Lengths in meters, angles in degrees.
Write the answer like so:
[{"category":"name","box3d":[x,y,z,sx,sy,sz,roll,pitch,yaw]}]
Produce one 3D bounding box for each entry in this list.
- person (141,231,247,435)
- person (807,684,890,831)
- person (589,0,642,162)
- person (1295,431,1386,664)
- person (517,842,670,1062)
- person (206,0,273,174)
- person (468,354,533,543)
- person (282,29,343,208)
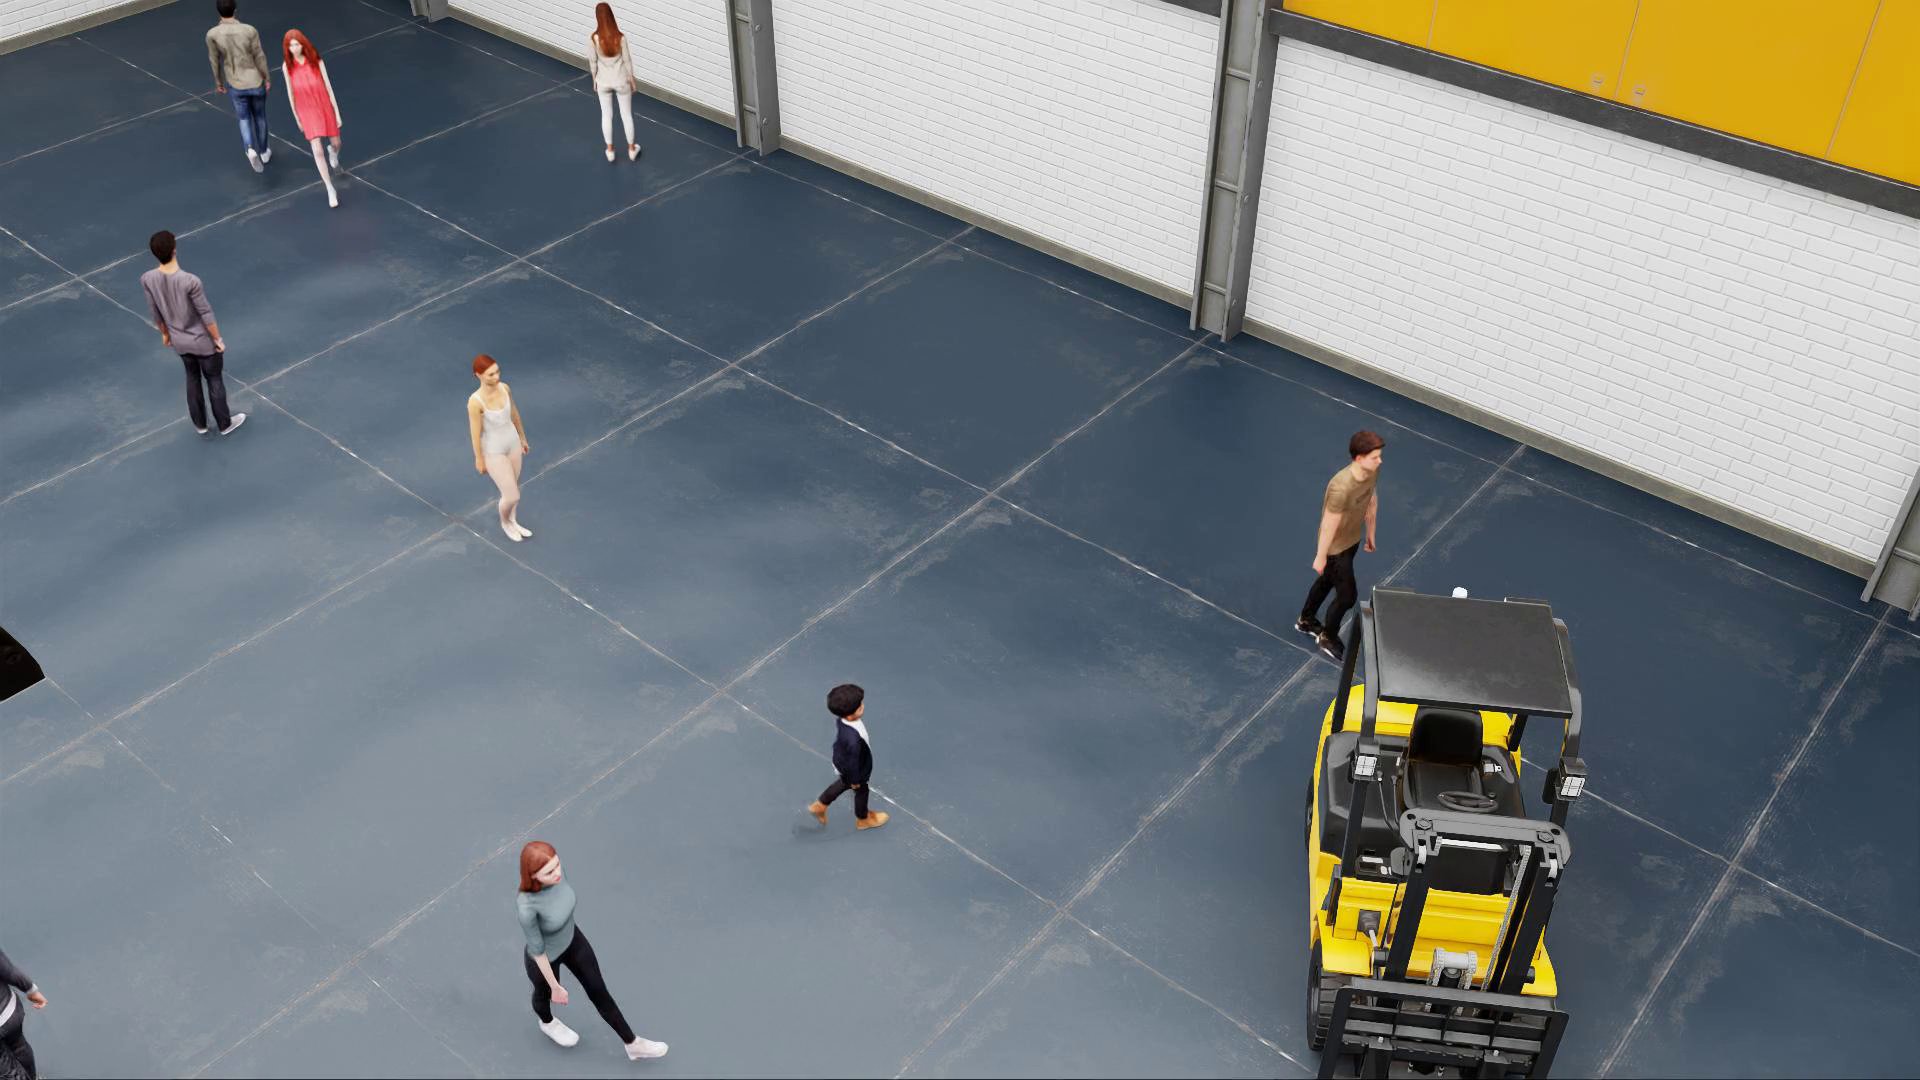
[{"category":"person","box3d":[-6.261,-1.645,13.553,0.770,1.844,0.868,5,39,7]},{"category":"person","box3d":[-0.723,1.357,10.297,0.779,1.216,0.763,-10,40,-12]},{"category":"person","box3d":[-3.684,-4.859,17.686,0.694,1.709,0.755,-3,39,-3]},{"category":"person","box3d":[2.557,-0.011,11.517,0.755,1.831,0.669,27,46,29]},{"category":"person","box3d":[-2.225,2.183,8.867,1.115,1.710,0.827,14,41,17]},{"category":"person","box3d":[-7.495,-4.740,17.435,1.006,1.836,1.140,-12,40,-15]},{"category":"person","box3d":[-3.522,-0.701,12.538,0.605,1.635,0.617,20,43,23]},{"category":"person","box3d":[-6.552,-4.352,16.973,0.913,1.806,1.113,-13,40,-16]}]
